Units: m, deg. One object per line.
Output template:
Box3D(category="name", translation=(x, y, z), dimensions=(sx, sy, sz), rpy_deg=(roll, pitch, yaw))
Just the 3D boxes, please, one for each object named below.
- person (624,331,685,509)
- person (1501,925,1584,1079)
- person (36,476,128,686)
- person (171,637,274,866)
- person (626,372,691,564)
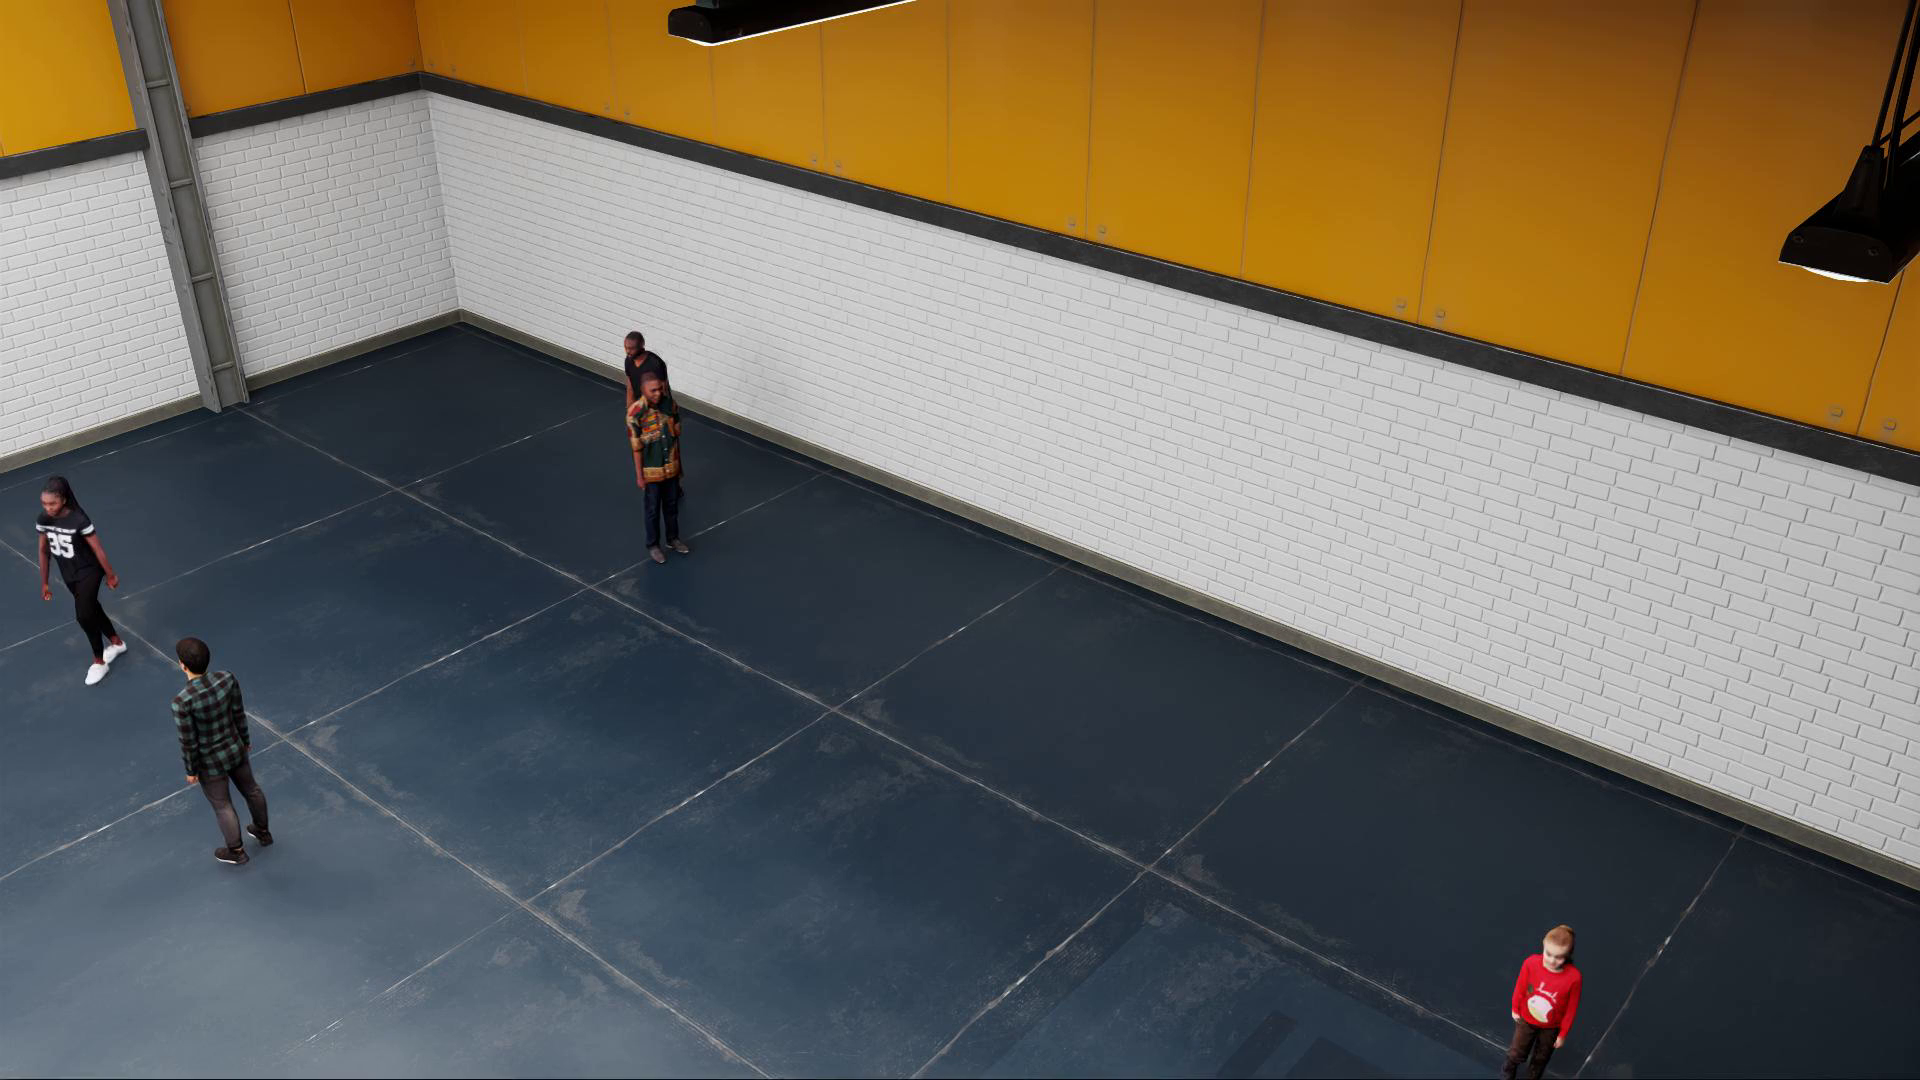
Box3D(category="person", translation=(-2.858, -1.193, 15.924), dimensions=(0.717, 1.787, 0.665), rpy_deg=(21, 35, 33))
Box3D(category="person", translation=(3.297, 2.660, 9.398), dimensions=(0.580, 1.273, 0.653), rpy_deg=(12, 31, 20))
Box3D(category="person", translation=(-7.000, 0.245, 13.363), dimensions=(0.814, 1.715, 0.940), rpy_deg=(8, 30, 14))
Box3D(category="person", translation=(-4.938, 1.390, 11.072), dimensions=(0.733, 1.712, 0.537), rpy_deg=(17, 33, 28))
Box3D(category="person", translation=(-2.726, -0.681, 14.965), dimensions=(0.635, 1.806, 0.771), rpy_deg=(-23, 36, -36))
